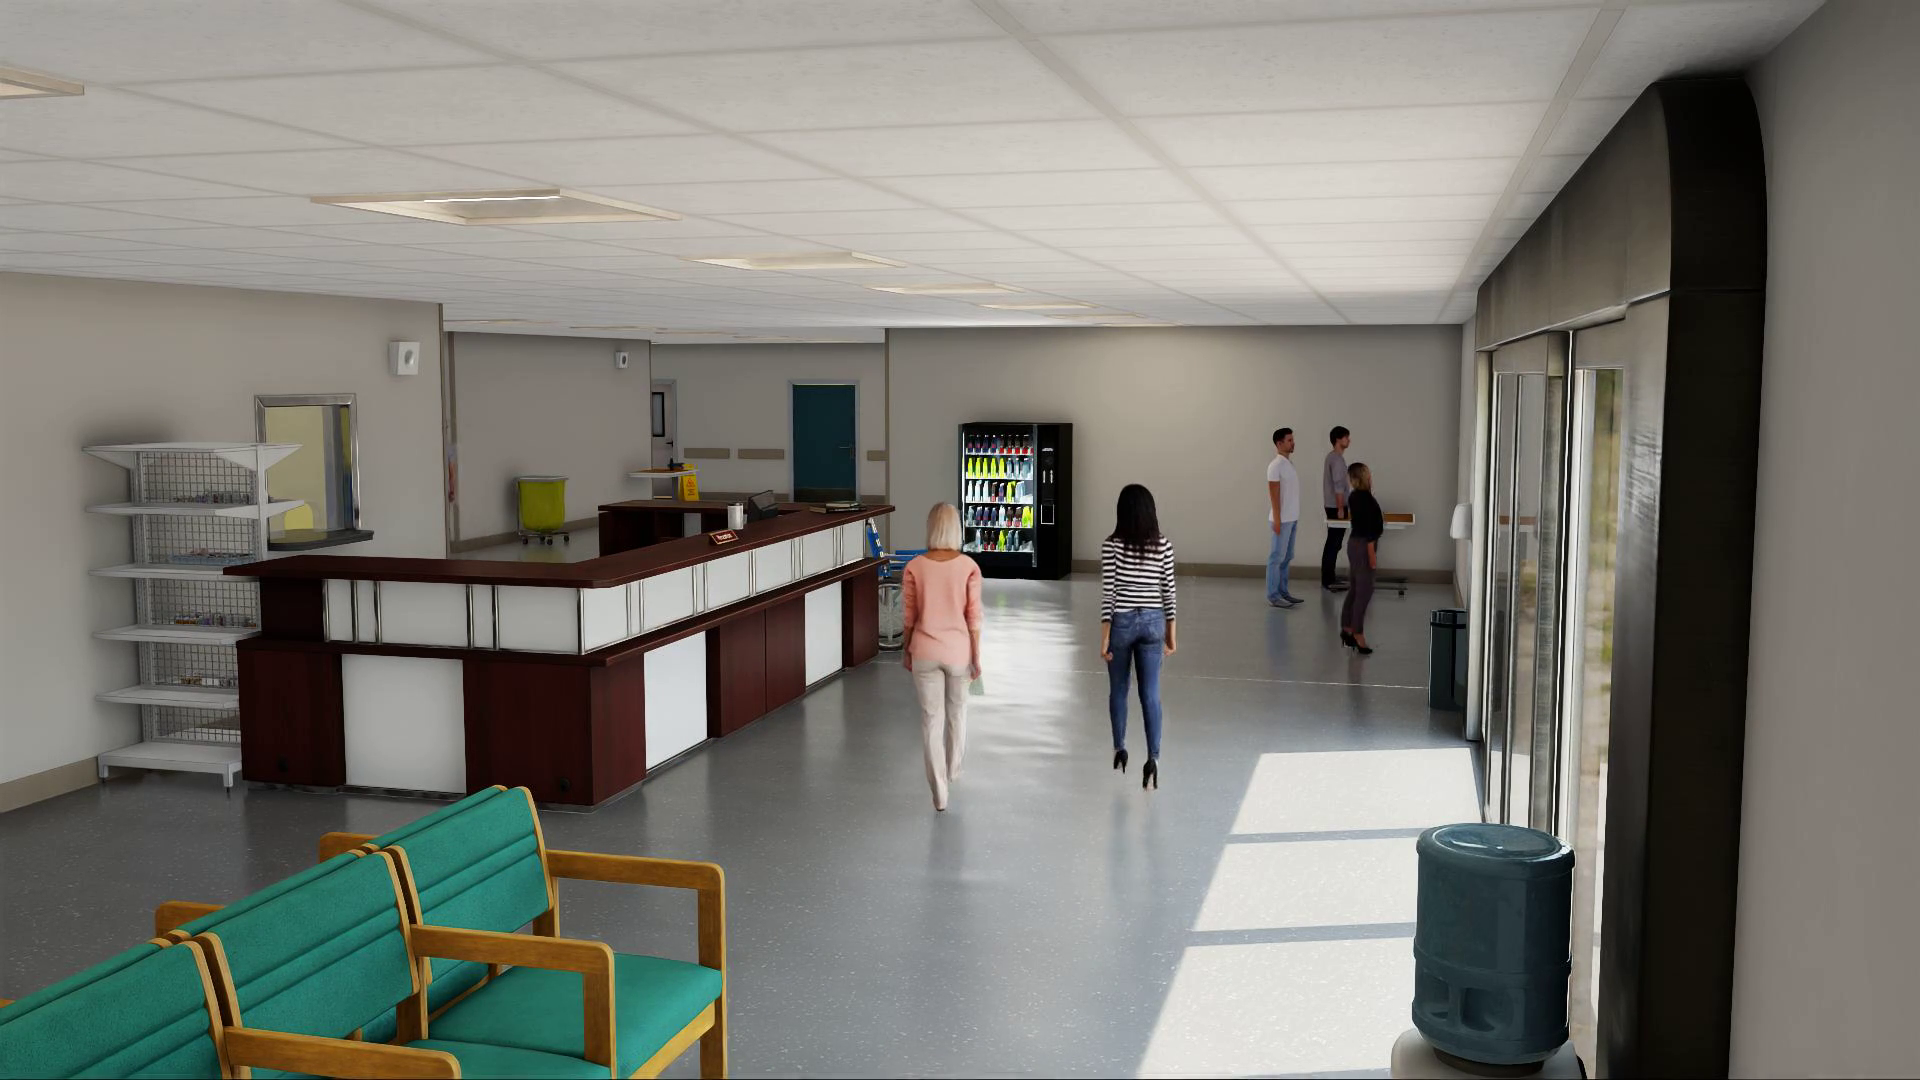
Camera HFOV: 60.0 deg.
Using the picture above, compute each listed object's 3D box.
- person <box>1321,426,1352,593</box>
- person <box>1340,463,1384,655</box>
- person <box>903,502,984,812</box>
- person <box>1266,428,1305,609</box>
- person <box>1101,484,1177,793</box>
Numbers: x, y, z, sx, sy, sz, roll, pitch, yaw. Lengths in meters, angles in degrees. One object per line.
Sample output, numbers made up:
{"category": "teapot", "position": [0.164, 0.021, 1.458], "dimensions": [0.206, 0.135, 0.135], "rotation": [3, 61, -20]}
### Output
{"category": "person", "position": [4.230, -0.364, 18.728], "dimensions": [0.566, 1.842, 0.690], "rotation": [1, 6, 6]}
{"category": "person", "position": [3.504, 0.152, 14.523], "dimensions": [0.632, 1.657, 0.680], "rotation": [2, 6, 15]}
{"category": "person", "position": [-0.106, 0.669, 9.257], "dimensions": [1.078, 1.683, 0.856], "rotation": [0, 6, 0]}
{"category": "person", "position": [3.382, -0.242, 17.398], "dimensions": [0.657, 1.866, 0.730], "rotation": [3, 7, 30]}
{"category": "person", "position": [1.032, 0.600, 9.525], "dimensions": [1.155, 1.750, 0.941], "rotation": [0, 6, -4]}
